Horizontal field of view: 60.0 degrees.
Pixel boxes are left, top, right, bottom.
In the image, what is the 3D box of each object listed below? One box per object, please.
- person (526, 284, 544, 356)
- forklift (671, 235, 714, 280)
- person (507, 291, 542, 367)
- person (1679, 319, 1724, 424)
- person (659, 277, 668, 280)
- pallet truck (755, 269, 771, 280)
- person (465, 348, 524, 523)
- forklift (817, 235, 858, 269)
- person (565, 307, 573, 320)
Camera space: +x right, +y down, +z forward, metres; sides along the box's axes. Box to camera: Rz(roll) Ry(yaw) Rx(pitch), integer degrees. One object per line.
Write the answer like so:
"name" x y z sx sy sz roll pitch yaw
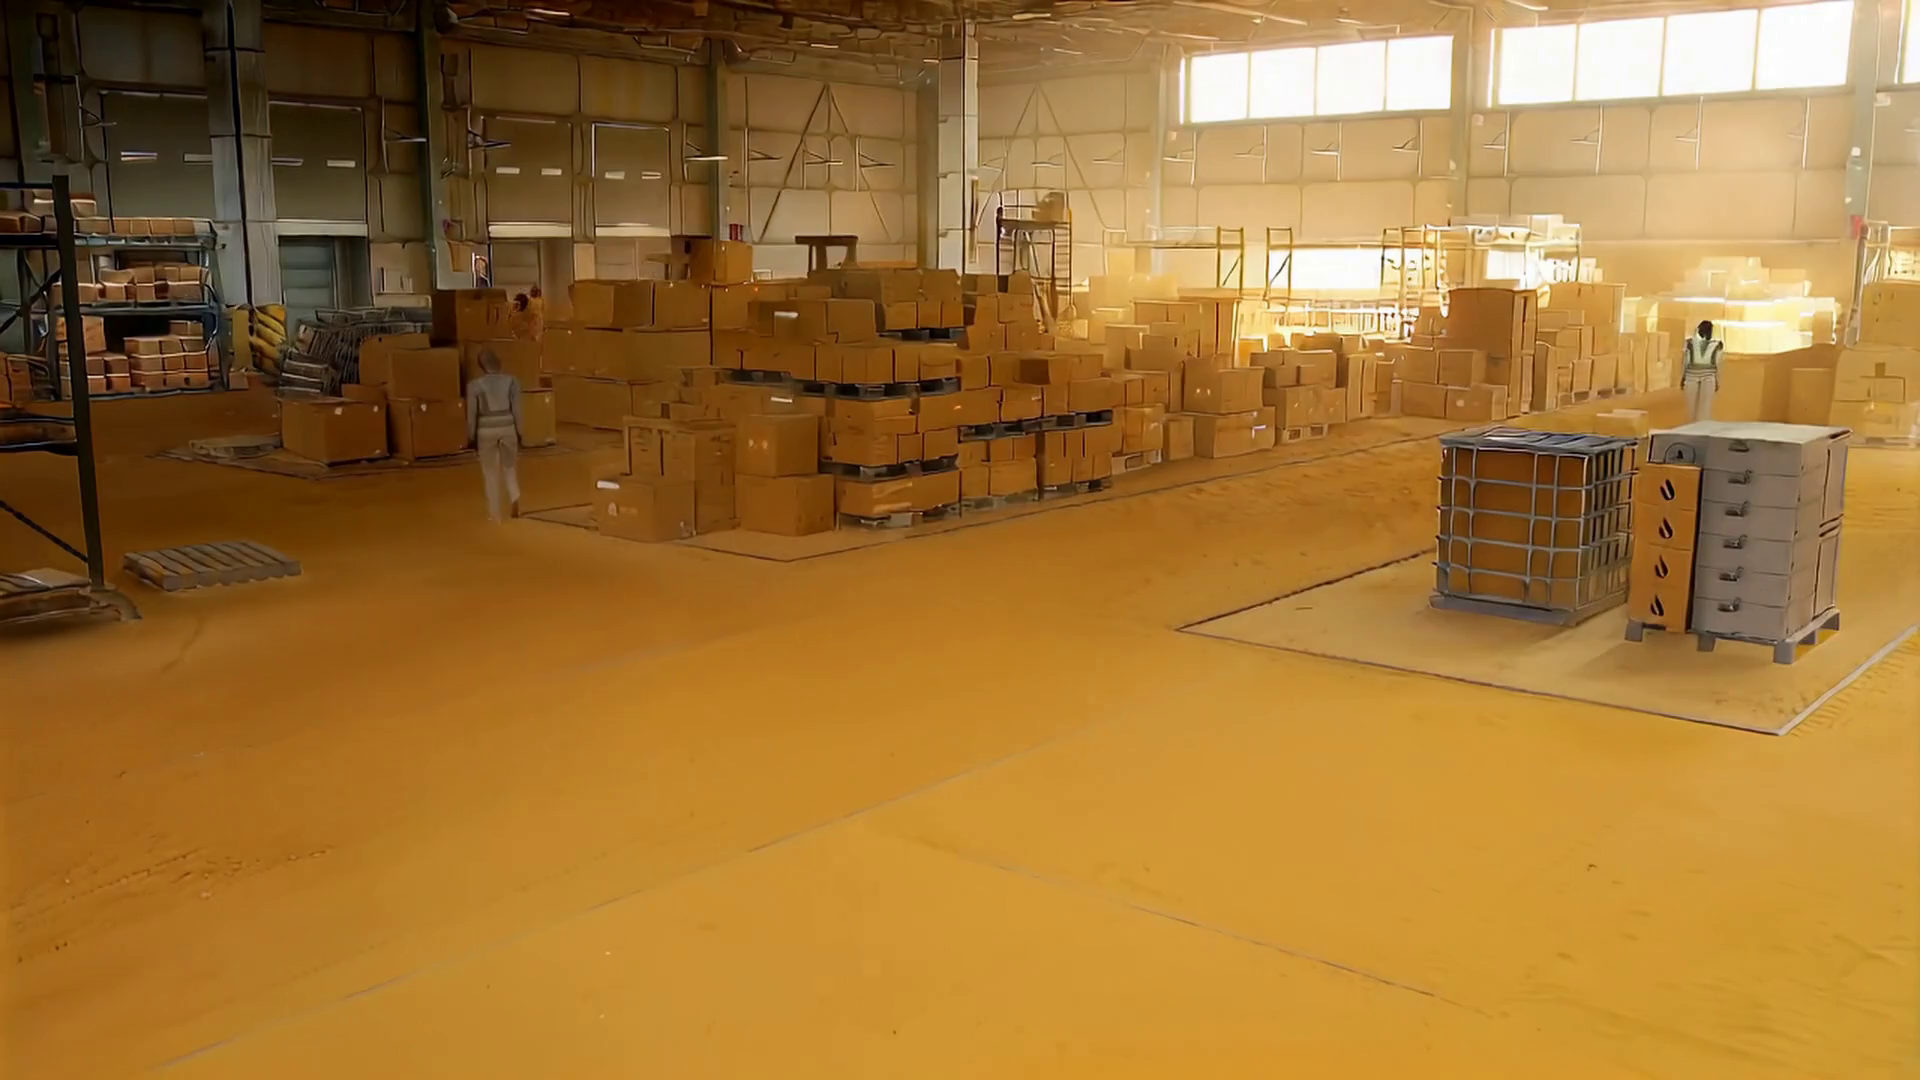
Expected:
"person" -10.000 -5.148 39.070 0.318 1.697 0.535 9 13 41
"forklift" -5.766 -5.223 36.131 1.873 2.768 1.129 8 13 40
"person" -6.558 -2.808 25.138 0.635 1.912 0.914 6 11 30
"person" 9.878 -2.140 22.155 0.518 1.617 0.664 6 11 29
"person" -6.380 -4.706 35.908 0.638 1.929 0.374 -5 11 -25
"pallet truck" -4.996 -6.432 45.525 1.885 1.965 0.823 -6 12 -32
"person" -4.322 -0.964 15.445 0.537 1.621 0.363 -6 12 -32
"forklift" -2.797 -5.560 38.047 1.129 2.768 1.873 4 11 23
"person" -6.320 -3.256 27.697 0.600 1.909 0.557 4 11 22
